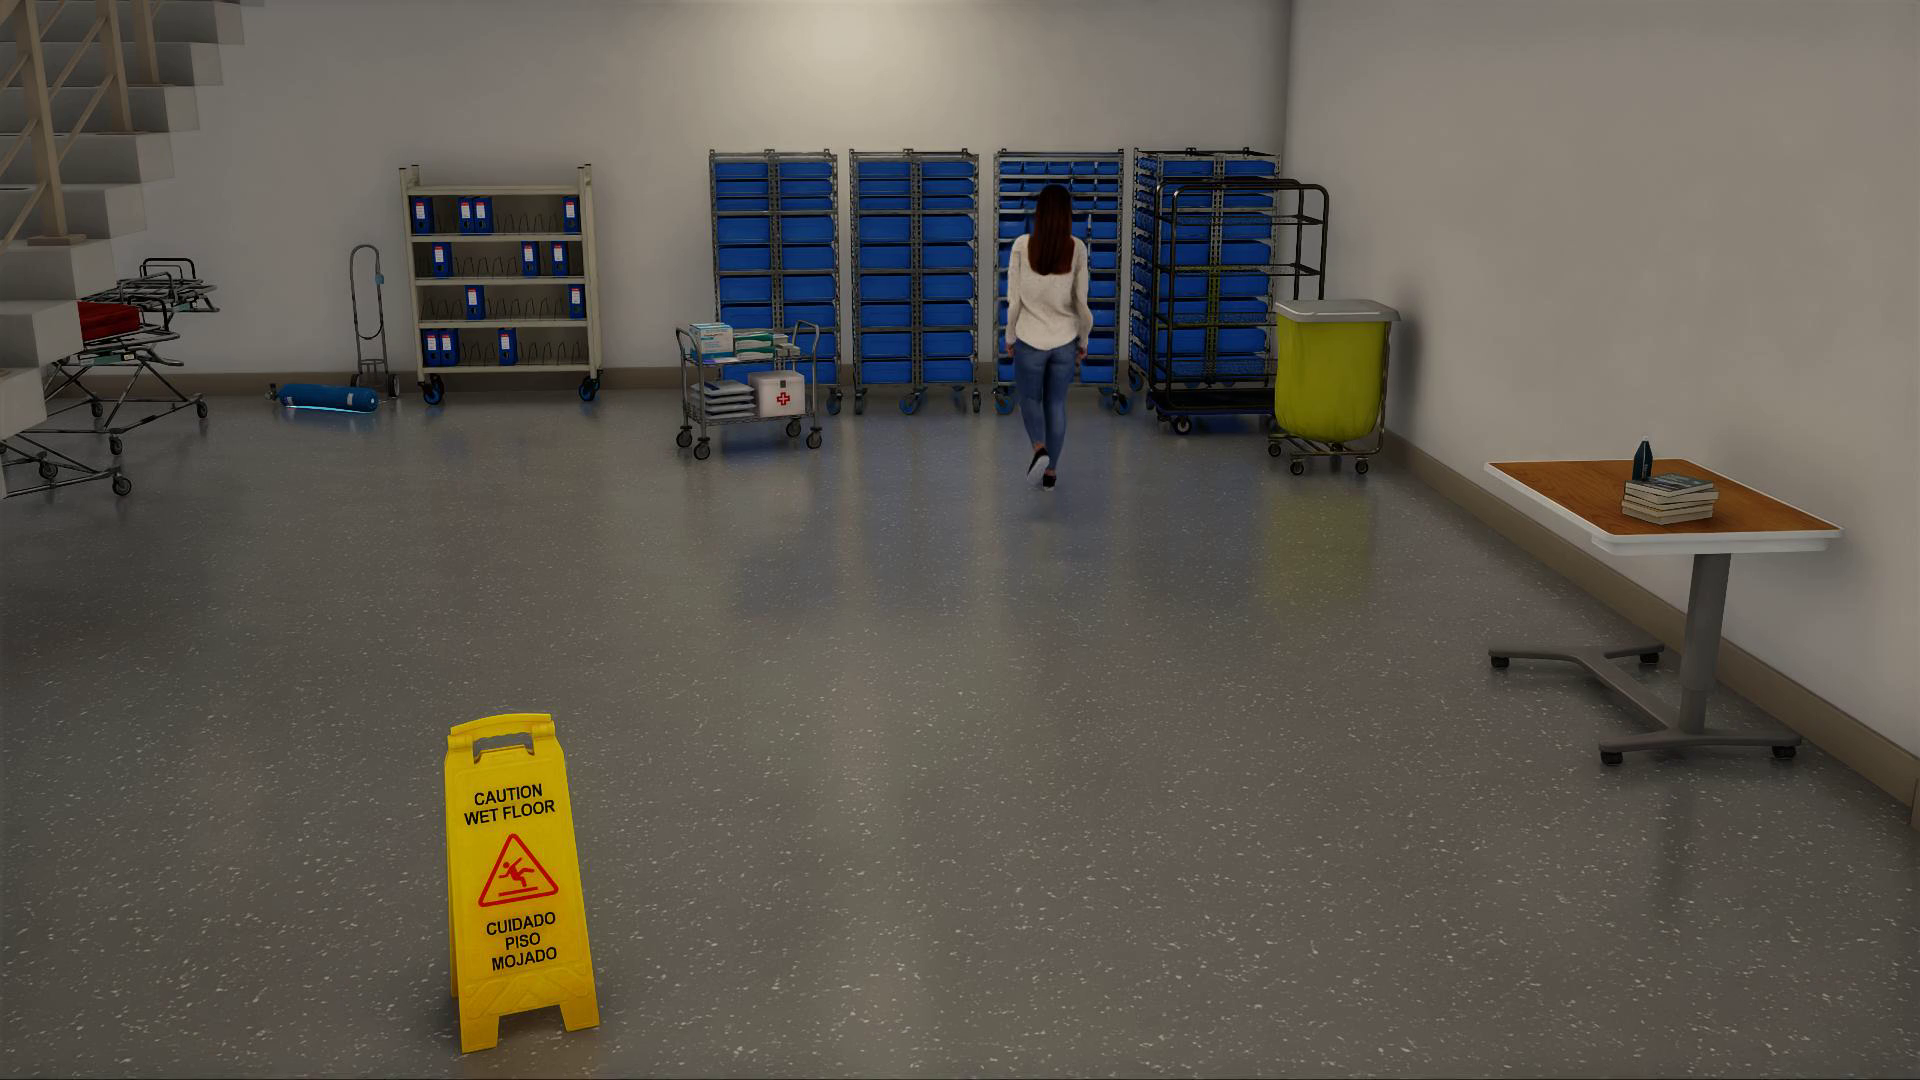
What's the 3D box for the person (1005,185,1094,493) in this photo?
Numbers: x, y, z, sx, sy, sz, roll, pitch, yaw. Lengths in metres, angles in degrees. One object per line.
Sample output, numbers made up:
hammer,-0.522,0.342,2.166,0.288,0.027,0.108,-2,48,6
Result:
person,0.474,-1.055,8.997,0.659,1.680,0.826,0,16,0
